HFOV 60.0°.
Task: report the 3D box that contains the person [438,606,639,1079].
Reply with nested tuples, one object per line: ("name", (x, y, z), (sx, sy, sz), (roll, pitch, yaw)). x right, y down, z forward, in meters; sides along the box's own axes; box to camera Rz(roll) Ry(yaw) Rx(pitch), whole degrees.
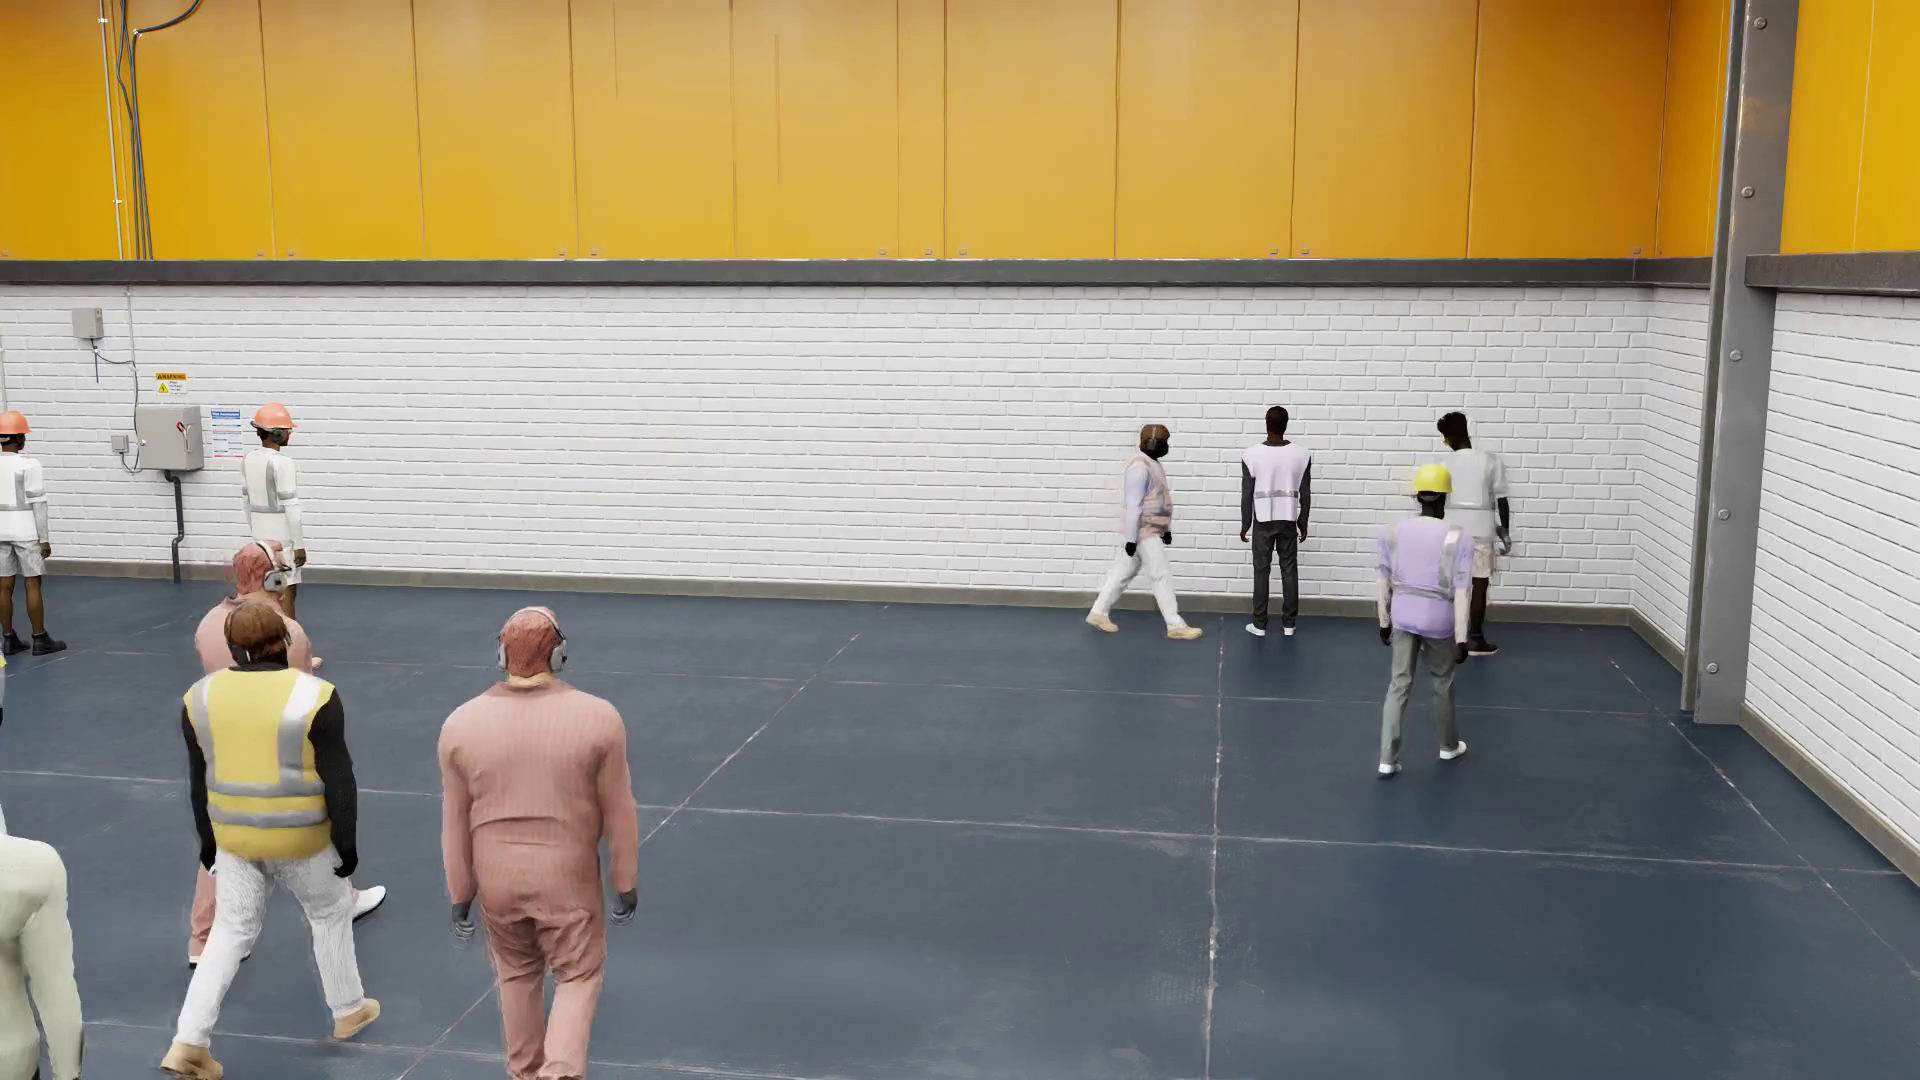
("person", (-1.451, 1.179, 5.726), (0.676, 1.882, 0.740), (0, 9, -2))

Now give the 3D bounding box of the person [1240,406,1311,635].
("person", (2.614, -0.153, 13.815), (0.593, 1.920, 0.391), (0, 9, -3))

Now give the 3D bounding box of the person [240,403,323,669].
("person", (-5.155, -0.017, 12.597), (0.608, 2.044, 0.377), (6, 11, 34))

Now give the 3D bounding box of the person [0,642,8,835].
("person", (-5.007, 0.816, 8.123), (0.633, 1.833, 0.430), (-6, 11, -34))

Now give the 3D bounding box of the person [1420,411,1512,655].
("person", (3.974, -0.037, 13.086), (0.703, 1.932, 0.402), (4, 10, 24))

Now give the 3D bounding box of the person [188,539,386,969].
("person", (-3.061, 0.920, 7.378), (0.655, 1.855, 1.004), (5, 10, 27))

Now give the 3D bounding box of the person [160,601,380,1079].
("person", (-2.623, 1.132, 6.309), (0.654, 1.804, 0.862), (1, 9, 8))

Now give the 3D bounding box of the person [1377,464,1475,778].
("person", (2.819, 0.475, 10.072), (0.604, 1.883, 0.901), (7, 11, 35))

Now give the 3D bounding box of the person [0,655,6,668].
("person", (-3.843, 1.159, 6.249), (0.558, 1.739, 0.534), (6, 11, 31))

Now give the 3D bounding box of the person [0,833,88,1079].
("person", (-2.591, 1.377, 4.282), (0.620, 1.953, 0.960), (-6, 11, -31))

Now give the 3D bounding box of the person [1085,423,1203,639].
("person", (1.505, -0.080, 13.772), (0.973, 1.799, 0.645), (2, 9, 12))

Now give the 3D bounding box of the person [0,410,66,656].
("person", (-7.424, -0.049, 13.116), (0.547, 1.938, 0.377), (1, 9, 7))
